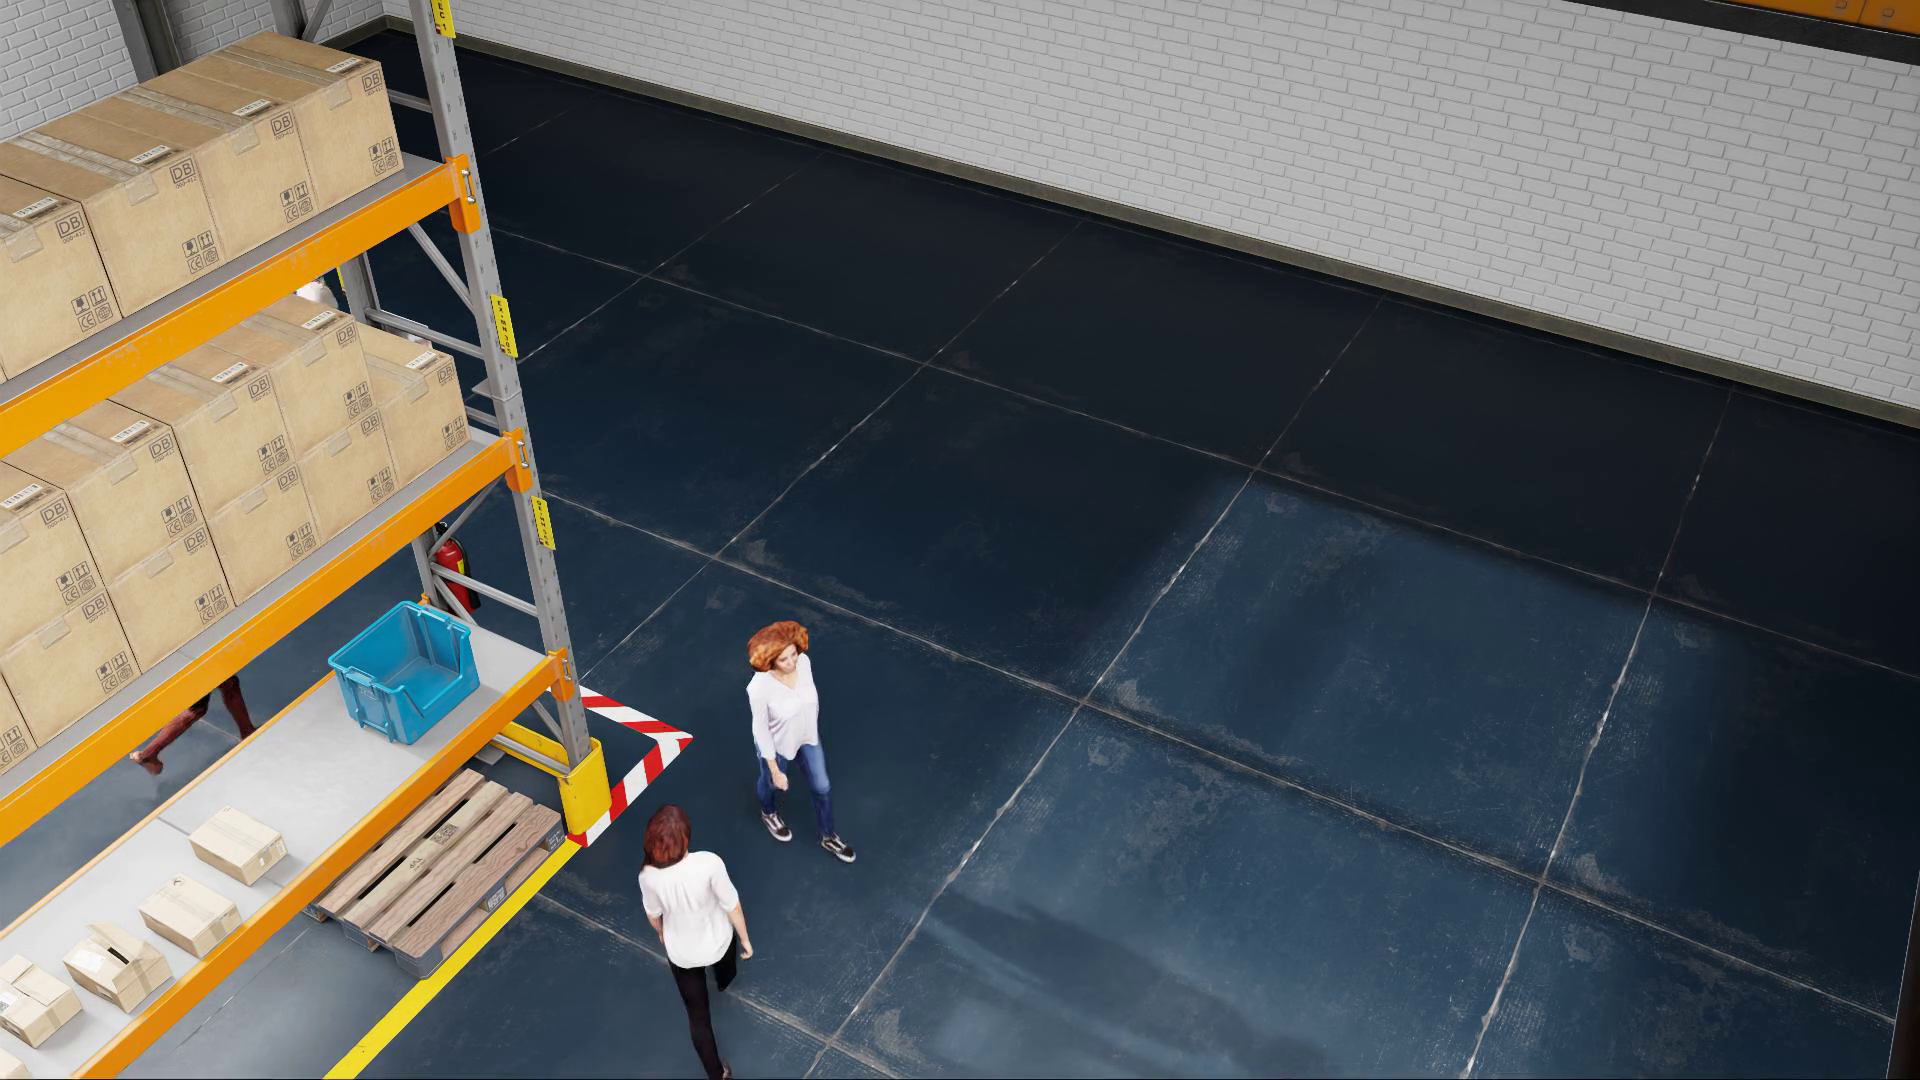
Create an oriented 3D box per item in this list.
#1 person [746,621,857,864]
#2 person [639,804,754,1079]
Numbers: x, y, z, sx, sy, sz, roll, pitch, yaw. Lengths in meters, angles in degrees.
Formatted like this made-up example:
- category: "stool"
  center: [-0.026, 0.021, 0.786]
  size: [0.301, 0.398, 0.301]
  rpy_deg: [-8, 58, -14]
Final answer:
- category: "person"
  center: [-1.059, 1.081, 9.525]
  size: [0.957, 1.685, 0.889]
  rpy_deg: [-28, 47, -31]
- category: "person"
  center: [-1.285, 2.109, 8.198]
  size: [1.077, 1.735, 1.184]
  rpy_deg: [-3, 39, -4]
